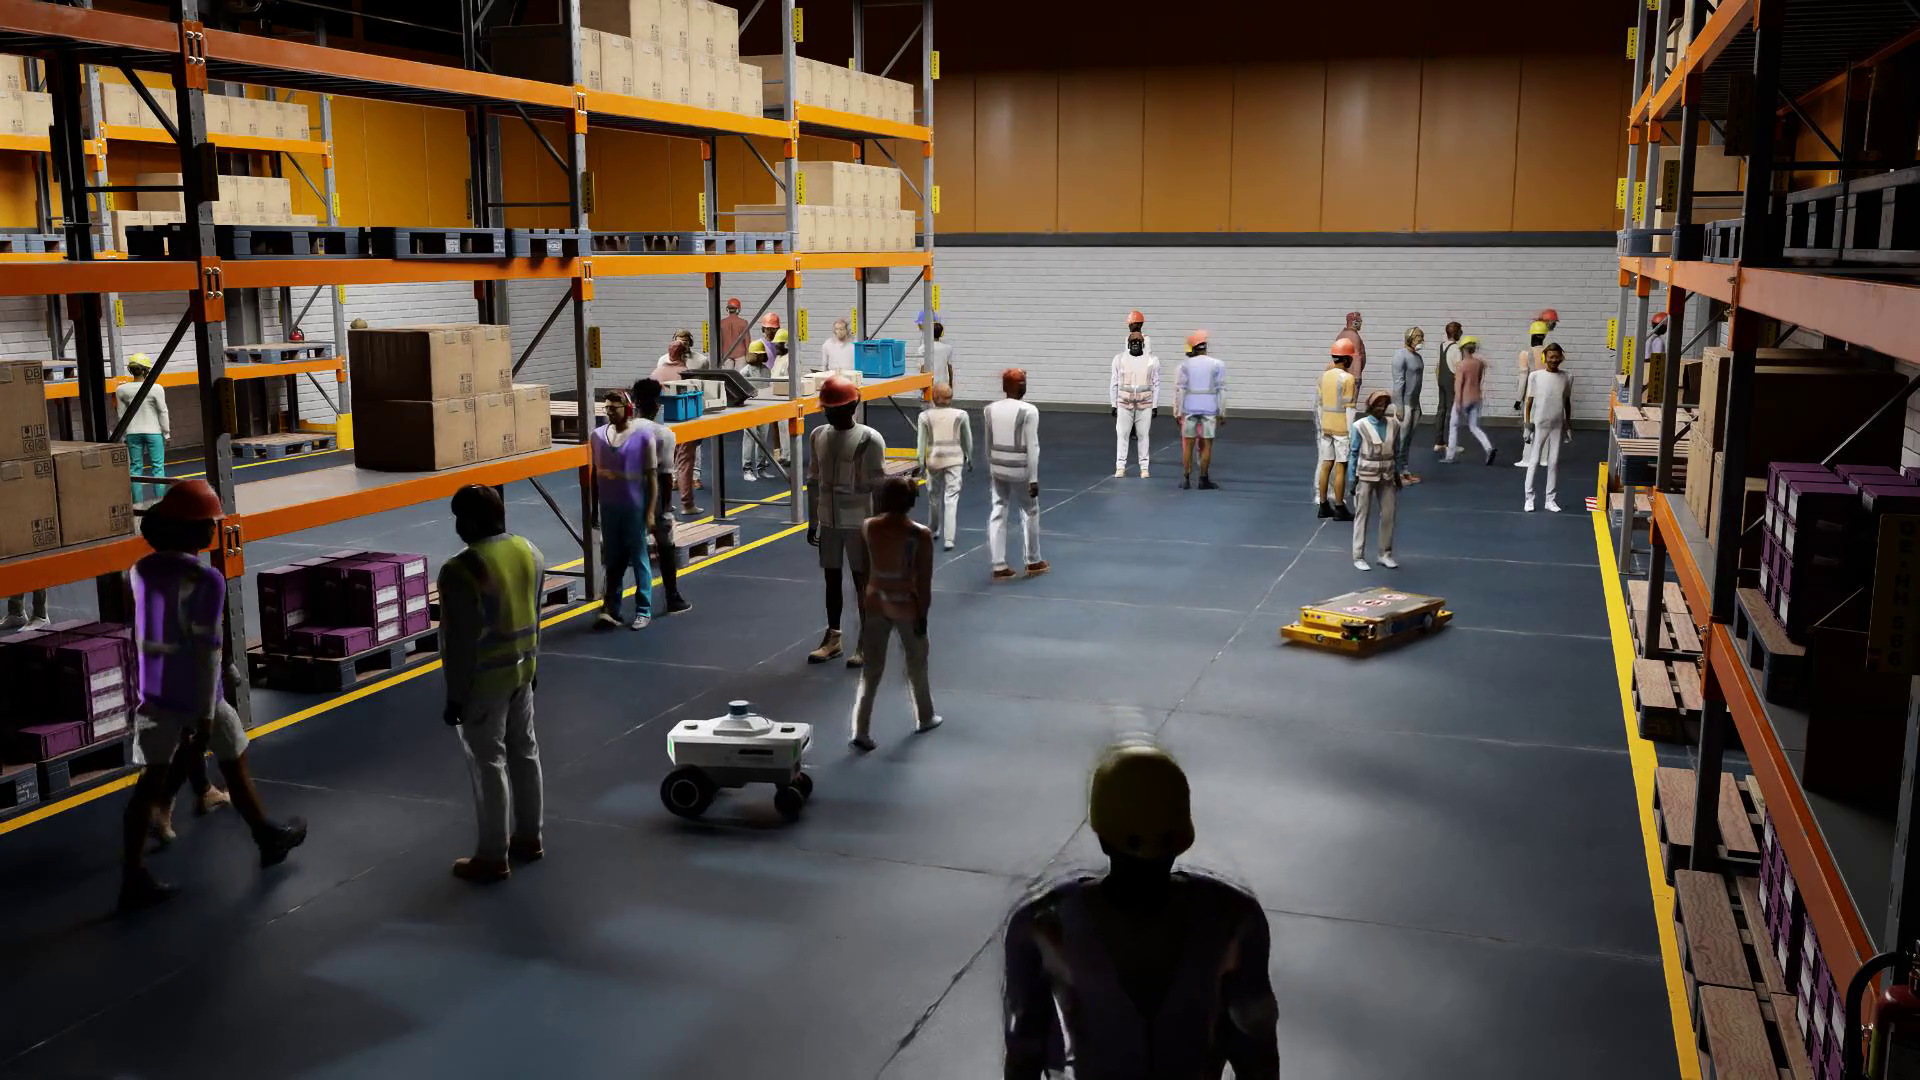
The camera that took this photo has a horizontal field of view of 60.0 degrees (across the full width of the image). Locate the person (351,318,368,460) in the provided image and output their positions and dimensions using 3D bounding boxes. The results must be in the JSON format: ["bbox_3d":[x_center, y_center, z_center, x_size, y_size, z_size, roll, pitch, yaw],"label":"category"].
[{"bbox_3d":[-8.099,-2.048,22.653,0.373,1.937,0.629,1,10,7],"label":"person"}]

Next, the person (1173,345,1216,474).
[{"bbox_3d":[3.010,-1.723,21.352,0.562,1.741,0.517,2,10,13],"label":"person"}]

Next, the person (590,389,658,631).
[{"bbox_3d":[-2.564,-0.237,12.703,0.569,1.845,0.385,3,11,19],"label":"person"}]

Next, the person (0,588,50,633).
[{"bbox_3d":[-7.157,-0.224,12.558,0.518,1.873,0.328,4,11,22],"label":"person"}]

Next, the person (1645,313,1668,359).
[{"bbox_3d":[10.301,-2.403,24.681,0.391,1.924,0.547,0,10,0],"label":"person"}]

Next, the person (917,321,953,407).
[{"bbox_3d":[-0.343,-2.114,23.194,0.516,1.876,0.327,-4,11,-20],"label":"person"}]

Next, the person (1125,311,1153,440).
[{"bbox_3d":[2.634,-2.471,25.023,0.356,1.936,0.551,-7,12,-35],"label":"person"}]

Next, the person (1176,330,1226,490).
[{"bbox_3d":[2.872,-1.537,19.868,0.592,1.908,0.379,3,10,15],"label":"person"}]

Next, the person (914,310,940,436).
[{"bbox_3d":[-0.476,-2.530,25.362,0.466,1.935,0.607,-3,11,-19],"label":"person"}]

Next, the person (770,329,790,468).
[{"bbox_3d":[-2.305,-1.860,21.882,0.403,1.832,0.595,-5,11,-27],"label":"person"}]

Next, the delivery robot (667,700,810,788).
[{"bbox_3d":[-1.143,1.079,8.654,0.707,0.478,0.477,1,10,7],"label":"delivery robot"}]

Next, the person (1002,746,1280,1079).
[{"bbox_3d":[0.398,1.354,3.669,0.590,1.873,1.010,-1,10,-8],"label":"person"}]

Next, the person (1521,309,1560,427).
[{"bbox_3d":[8.702,-2.476,24.953,0.583,1.969,0.624,-3,11,-18],"label":"person"}]

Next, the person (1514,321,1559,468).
[{"bbox_3d":[7.572,-1.907,21.877,0.585,1.929,0.370,-3,10,-16],"label":"person"}]

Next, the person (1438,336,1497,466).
[{"bbox_3d":[6.765,-1.836,22.030,0.525,1.728,0.740,-6,12,-29],"label":"person"}]

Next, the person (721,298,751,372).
[{"bbox_3d":[-3.953,-3.252,29.261,0.611,1.996,0.375,2,10,13],"label":"person"}]

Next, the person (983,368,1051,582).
[{"bbox_3d":[0.526,-0.585,14.619,0.614,1.856,0.804,7,12,35],"label":"person"}]

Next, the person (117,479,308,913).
[{"bbox_3d":[-3.468,0.667,7.519,0.555,1.882,0.982,4,11,20],"label":"person"}]

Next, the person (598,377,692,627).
[{"bbox_3d":[-2.480,-0.295,12.850,0.624,1.923,1.012,4,11,23],"label":"person"}]

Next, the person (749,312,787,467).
[{"bbox_3d":[-2.483,-1.986,22.008,0.615,2.036,0.388,-7,12,-33],"label":"person"}]

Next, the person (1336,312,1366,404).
[{"bbox_3d":[5.987,-2.524,25.408,0.406,1.910,0.639,-2,10,-11],"label":"person"}]

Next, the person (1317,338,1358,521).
[{"bbox_3d":[4.038,-1.172,17.708,0.361,1.939,0.542,-5,11,-26],"label":"person"}]

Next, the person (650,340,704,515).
[{"bbox_3d":[-3.058,-1.222,18.122,0.637,1.899,0.395,5,11,27],"label":"person"}]

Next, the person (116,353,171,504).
[{"bbox_3d":[-8.825,-1.140,18.021,0.523,1.766,0.315,-1,10,-5],"label":"person"}]

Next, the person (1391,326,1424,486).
[{"bbox_3d":[5.480,-1.640,20.352,0.372,1.937,0.627,8,13,37],"label":"person"}]

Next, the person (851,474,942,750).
[{"bbox_3d":[-0.401,0.411,9.744,0.525,1.598,0.844,5,11,26],"label":"person"}]

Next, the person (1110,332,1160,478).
[{"bbox_3d":[2.201,-1.698,20.945,0.626,1.844,0.429,1,10,4],"label":"person"}]

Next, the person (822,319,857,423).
[{"bbox_3d":[-1.683,-2.281,24.210,0.647,1.852,0.991,-1,10,-4],"label":"person"}]

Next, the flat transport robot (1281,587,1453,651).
[{"bbox_3d":[3.089,0.578,12.547,0.652,0.197,1.431,9,14,42],"label":"flat transport robot"}]

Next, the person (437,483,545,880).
[{"bbox_3d":[-2.187,0.650,7.727,0.429,1.839,0.634,4,11,22],"label":"person"}]

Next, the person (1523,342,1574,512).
[{"bbox_3d":[6.461,-1.234,18.254,0.535,1.868,0.309,0,10,1],"label":"person"}]

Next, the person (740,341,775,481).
[{"bbox_3d":[-2.511,-1.610,20.723,0.315,1.742,0.492,8,13,39],"label":"person"}]

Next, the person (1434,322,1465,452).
[{"bbox_3d":[6.939,-2.161,23.537,0.344,1.847,0.507,-4,11,-22],"label":"person"}]

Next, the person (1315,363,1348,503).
[{"bbox_3d":[4.182,-1.200,18.836,0.536,1.628,0.327,-8,13,-39],"label":"person"}]

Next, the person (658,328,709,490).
[{"bbox_3d":[-3.283,-1.558,19.880,0.630,1.938,0.369,-2,10,-12],"label":"person"}]

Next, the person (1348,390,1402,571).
[{"bbox_3d":[3.735,-0.540,15.014,0.542,1.632,0.335,-4,11,-20],"label":"person"}]

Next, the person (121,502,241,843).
[{"bbox_3d":[-3.893,0.638,8.247,0.536,1.674,0.764,4,11,21],"label":"person"}]

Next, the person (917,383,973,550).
[{"bbox_3d":[-0.144,-0.728,16.196,0.529,1.591,0.875,1,10,5],"label":"person"}]

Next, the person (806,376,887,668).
[{"bbox_3d":[-0.815,-0.124,11.540,0.615,2.031,0.394,5,11,28],"label":"person"}]
